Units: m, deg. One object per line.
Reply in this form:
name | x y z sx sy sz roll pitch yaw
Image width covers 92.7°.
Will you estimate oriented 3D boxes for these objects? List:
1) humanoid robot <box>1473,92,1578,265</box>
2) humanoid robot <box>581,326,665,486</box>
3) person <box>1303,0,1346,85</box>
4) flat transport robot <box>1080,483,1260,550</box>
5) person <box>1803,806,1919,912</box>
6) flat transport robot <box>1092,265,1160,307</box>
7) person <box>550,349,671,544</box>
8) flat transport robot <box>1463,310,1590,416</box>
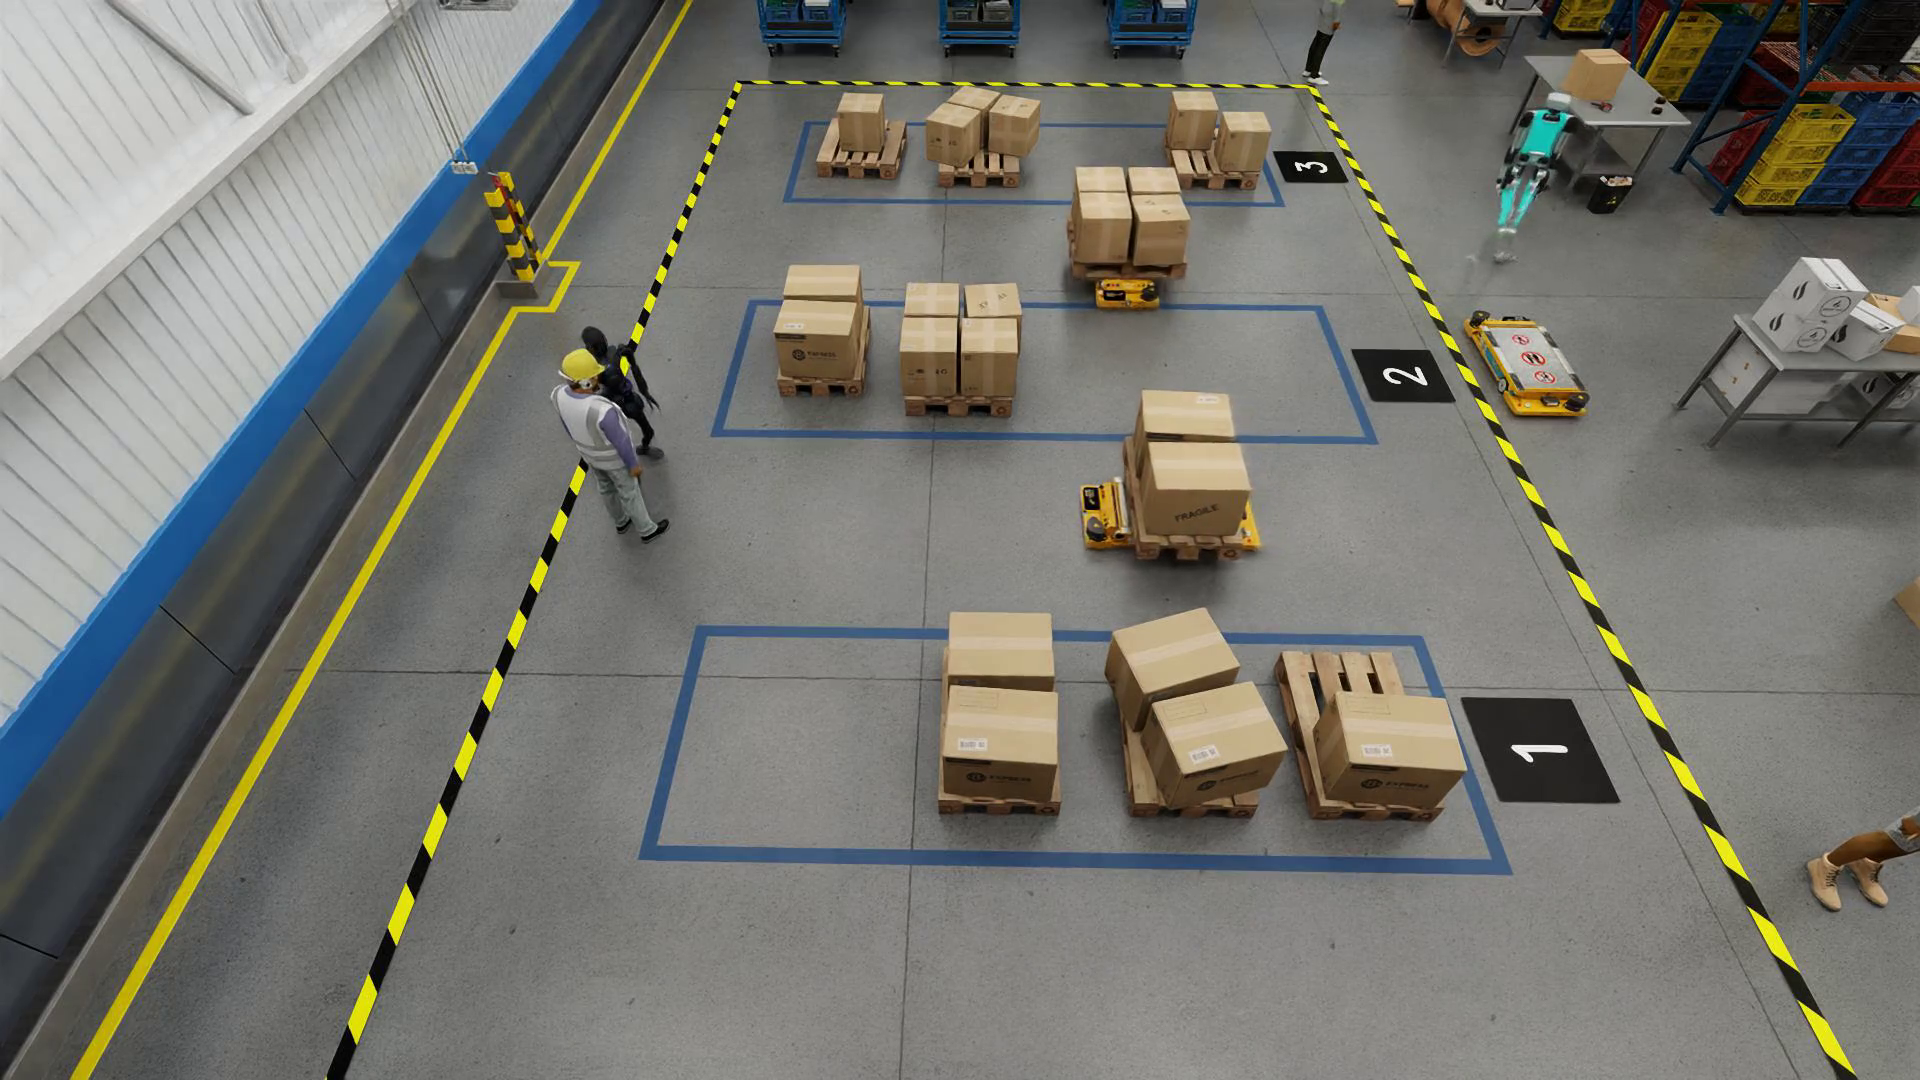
humanoid robot | 6.037 -3.754 9.803 0.567 1.751 0.770 14 51 12
humanoid robot | -2.846 -1.140 7.587 0.462 1.639 0.593 33 57 25
person | 5.273 -7.446 12.932 0.389 1.852 0.586 0 49 0
flat transport robot | 1.756 -0.232 7.716 1.431 0.197 0.652 1 49 1
person | 5.589 1.532 5.037 0.614 2.038 0.380 -2 49 -2
flat transport robot | 1.802 -3.085 10.185 0.652 0.197 1.431 1 49 1
person | -2.722 -0.691 7.104 0.589 1.821 0.404 23 53 19
flat transport robot | 5.573 -1.757 9.054 0.659 0.231 1.431 1 49 1
